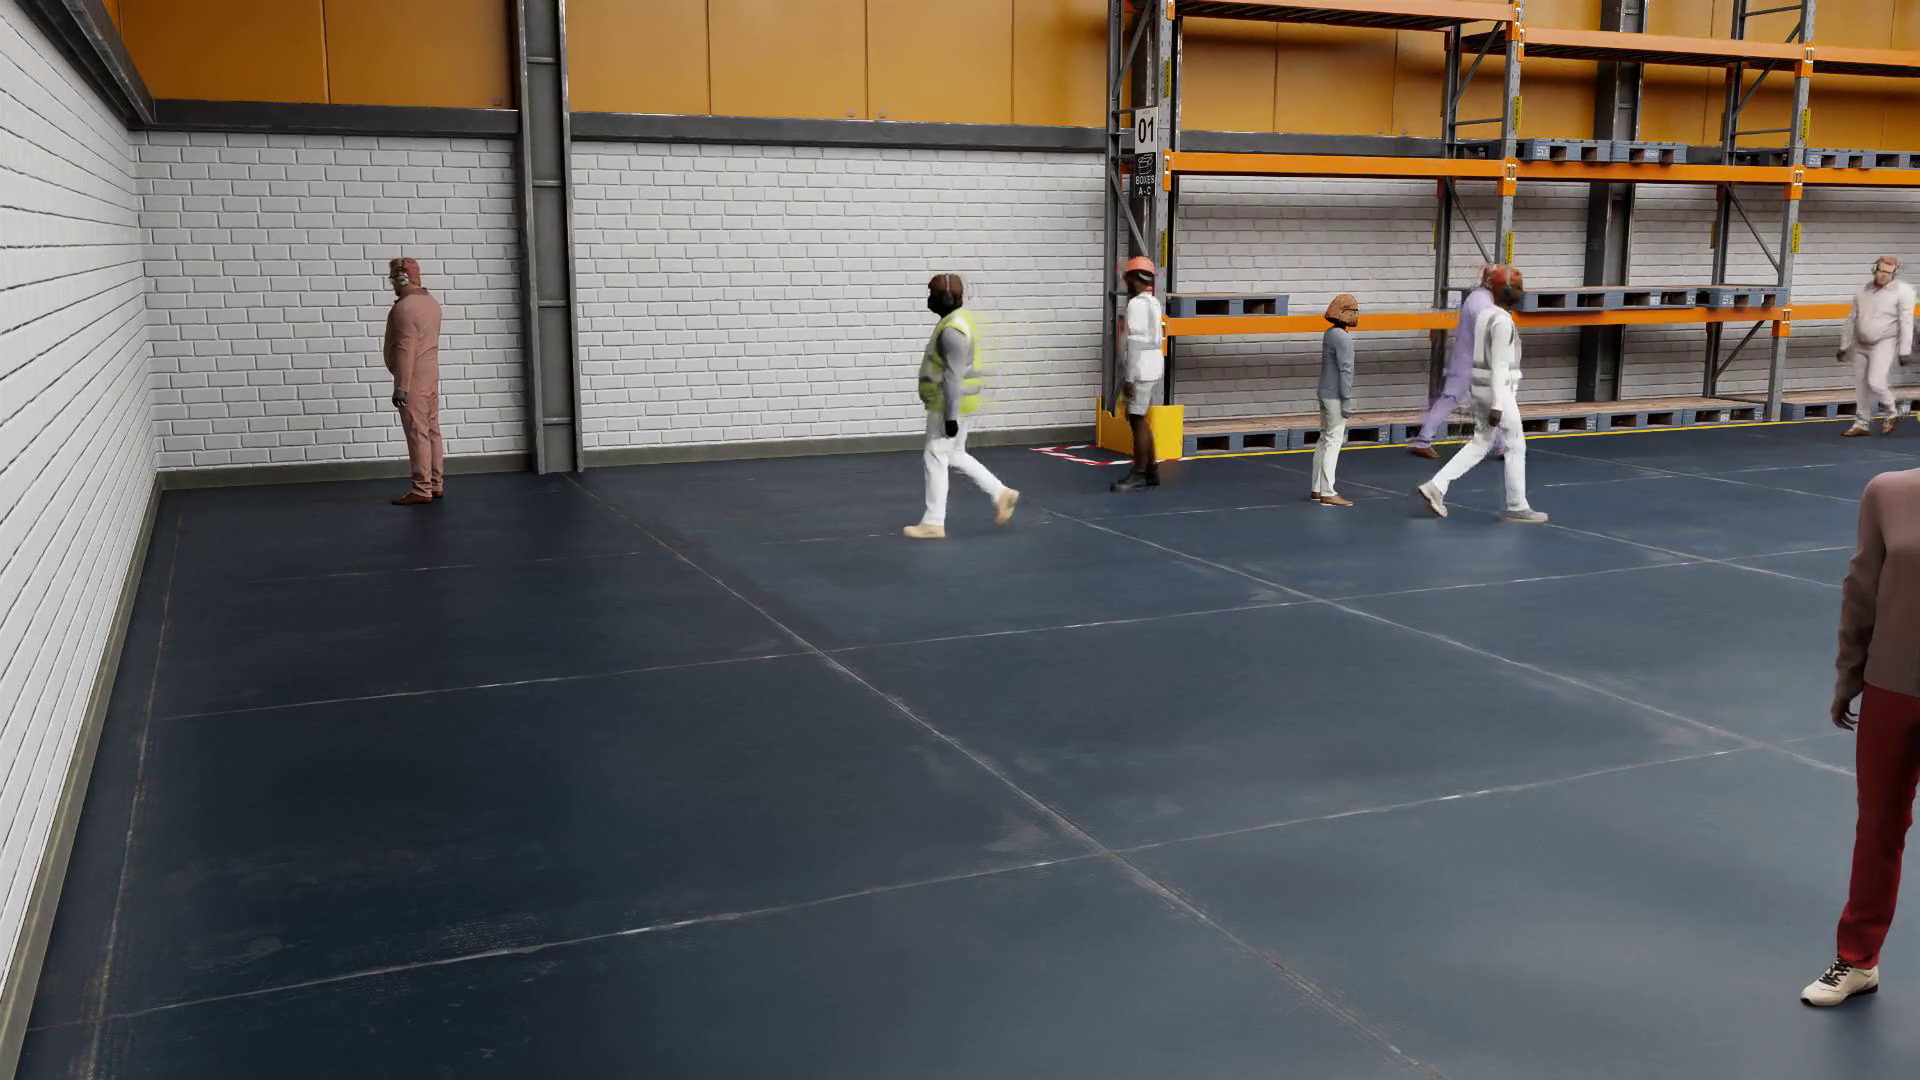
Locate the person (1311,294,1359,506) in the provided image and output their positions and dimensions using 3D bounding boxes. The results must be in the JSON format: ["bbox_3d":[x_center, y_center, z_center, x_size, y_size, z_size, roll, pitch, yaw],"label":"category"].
[{"bbox_3d":[2.908,-1.080,12.843,0.287,1.626,0.497,-1,10,-4],"label":"person"}]

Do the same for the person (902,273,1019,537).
[{"bbox_3d":[0.001,-0.914,11.374,0.720,1.818,0.634,1,10,7],"label":"person"}]

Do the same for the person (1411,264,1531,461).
[{"bbox_3d":[4.710,-1.619,15.319,1.079,1.825,0.647,4,11,19],"label":"person"}]

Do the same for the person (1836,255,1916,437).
[{"bbox_3d":[9.444,-1.984,17.142,0.449,1.884,0.673,-4,11,-20],"label":"person"}]

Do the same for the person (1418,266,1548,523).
[{"bbox_3d":[3.810,-1.043,12.002,0.853,1.857,0.579,0,10,0],"label":"person"}]

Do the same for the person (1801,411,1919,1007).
[{"bbox_3d":[2.480,0.401,4.215,0.325,1.760,0.523,-9,13,-40],"label":"person"}]

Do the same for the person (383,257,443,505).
[{"bbox_3d":[-4.236,-1.225,12.871,0.410,1.905,0.641,0,10,2],"label":"person"}]

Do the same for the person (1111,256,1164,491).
[{"bbox_3d":[1.472,-1.332,13.496,0.409,1.900,0.591,3,11,16],"label":"person"}]
